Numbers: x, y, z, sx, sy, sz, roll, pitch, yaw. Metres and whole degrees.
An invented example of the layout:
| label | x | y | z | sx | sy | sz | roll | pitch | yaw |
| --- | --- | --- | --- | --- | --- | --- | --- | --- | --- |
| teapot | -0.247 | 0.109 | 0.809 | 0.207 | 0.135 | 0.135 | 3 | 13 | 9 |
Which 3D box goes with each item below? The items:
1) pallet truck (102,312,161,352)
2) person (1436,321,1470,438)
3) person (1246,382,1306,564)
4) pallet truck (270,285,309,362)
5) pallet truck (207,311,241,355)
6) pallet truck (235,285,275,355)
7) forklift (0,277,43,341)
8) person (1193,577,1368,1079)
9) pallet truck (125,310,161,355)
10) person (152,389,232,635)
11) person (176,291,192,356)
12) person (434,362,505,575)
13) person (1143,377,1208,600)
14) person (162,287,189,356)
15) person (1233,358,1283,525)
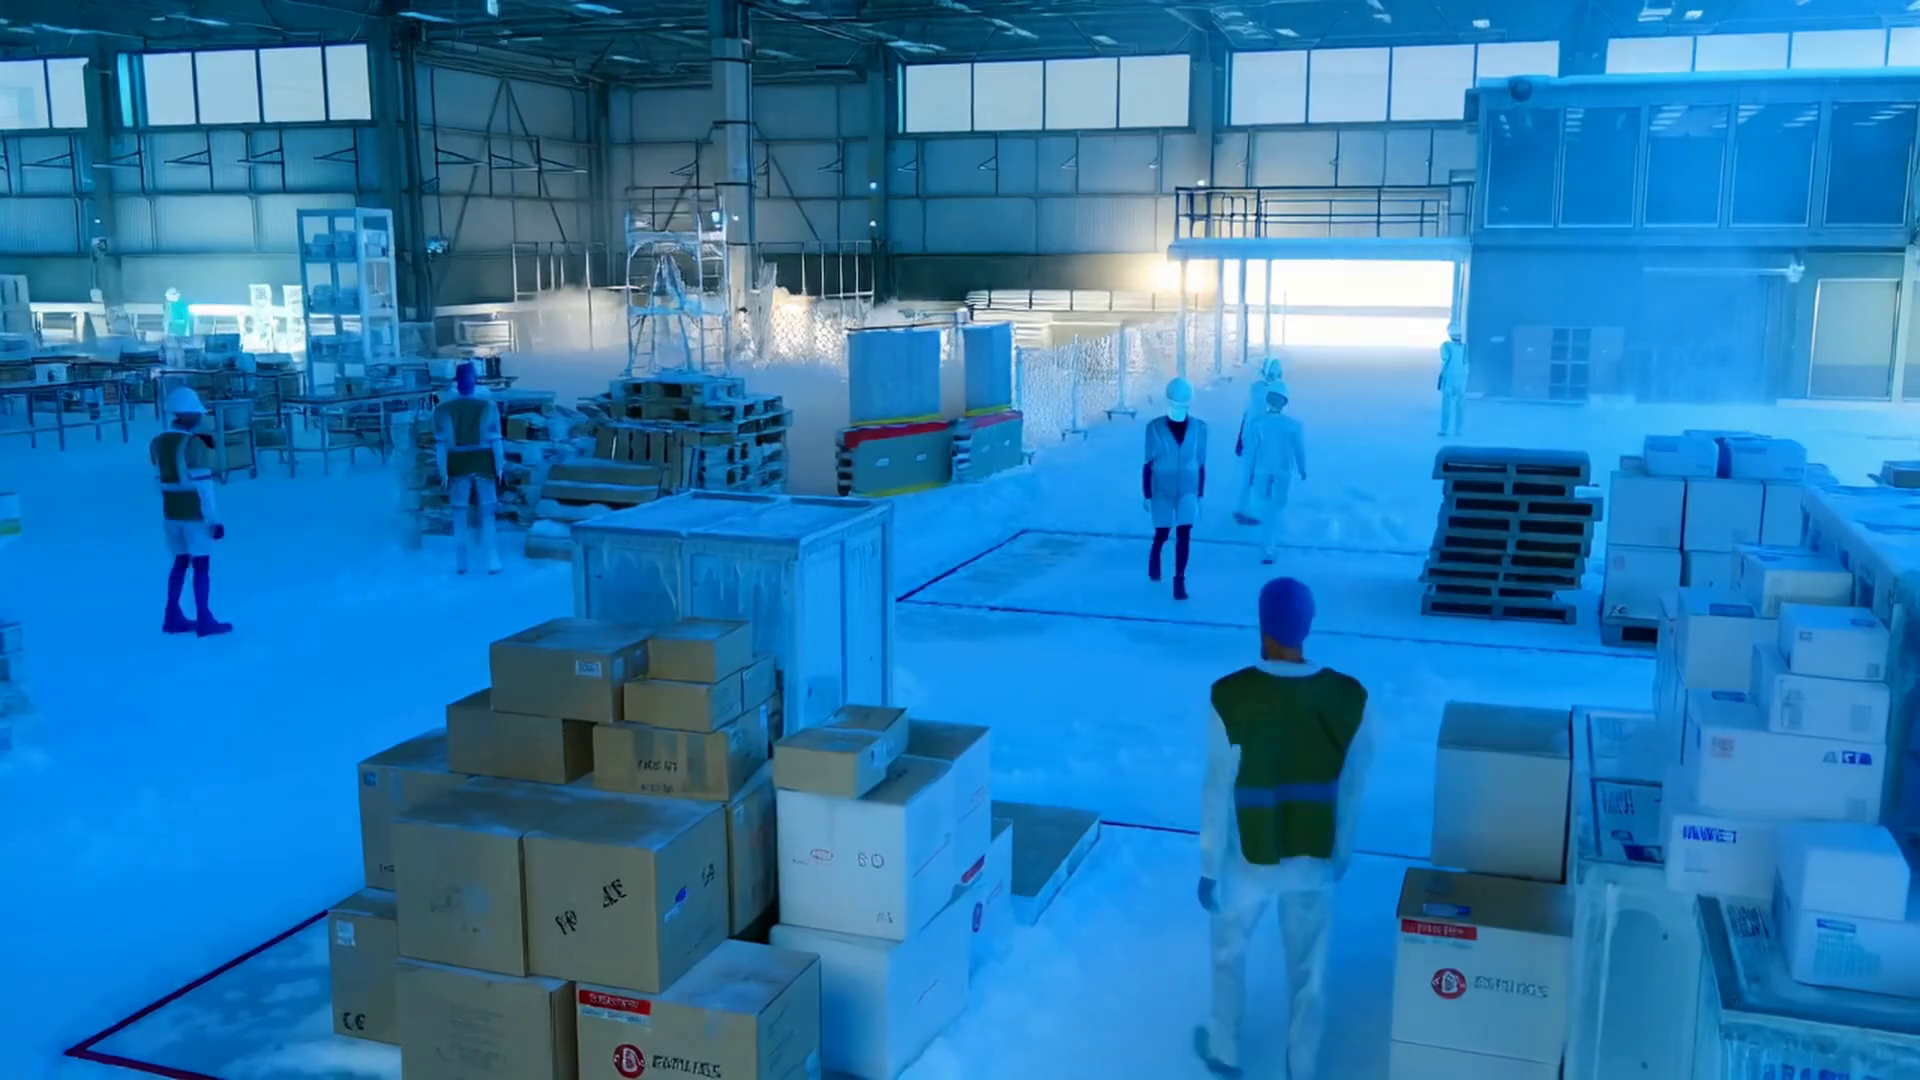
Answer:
| label | x | y | z | sx | sy | sz | roll | pitch | yaw |
| --- | --- | --- | --- | --- | --- | --- | --- | --- | --- |
| pallet truck | -23.057 | -5.777 | 46.261 | 0.680 | 1.201 | 1.601 | 3 | 11 | 19 |
| person | 7.773 | -2.533 | 26.254 | 0.507 | 1.847 | 0.351 | -1 | 10 | -3 |
| person | 3.060 | -0.663 | 16.082 | 0.523 | 1.720 | 0.915 | 5 | 11 | 27 |
| pallet truck | -17.147 | -5.700 | 43.663 | 0.823 | 1.965 | 1.885 | 3 | 11 | 17 |
| pallet truck | -19.537 | -5.575 | 44.913 | 0.653 | 1.274 | 1.630 | 3 | 11 | 19 |
| pallet truck | -18.327 | -5.835 | 44.421 | 0.823 | 1.965 | 1.885 | 4 | 11 | 23 |
| forklift | -27.151 | -6.329 | 46.328 | 1.157 | 1.987 | 2.680 | 3 | 11 | 17 |
| person | 1.094 | 1.058 | 5.884 | 0.634 | 1.887 | 0.797 | -2 | 10 | -10 |
| pallet truck | -22.038 | -5.665 | 45.457 | 0.704 | 1.261 | 1.522 | 3 | 11 | 17 |
| person | -5.994 | -0.207 | 12.972 | 0.573 | 1.927 | 0.394 | 6 | 12 | 30 |
| person | -19.624 | -5.274 | 41.592 | 0.875 | 1.881 | 0.668 | -3 | 10 | -14 |
| person | -4.500 | -0.650 | 15.311 | 0.602 | 1.966 | 0.368 | -2 | 10 | -12 |
| person | 1.851 | -0.462 | 14.400 | 0.548 | 1.918 | 0.578 | -1 | 10 | -4 |
| person | -18.514 | -4.934 | 39.261 | 0.401 | 2.038 | 0.608 | 8 | 13 | 39 |
| person | 3.205 | -1.056 | 17.970 | 0.515 | 1.829 | 0.539 | 0 | 10 | -2 |
